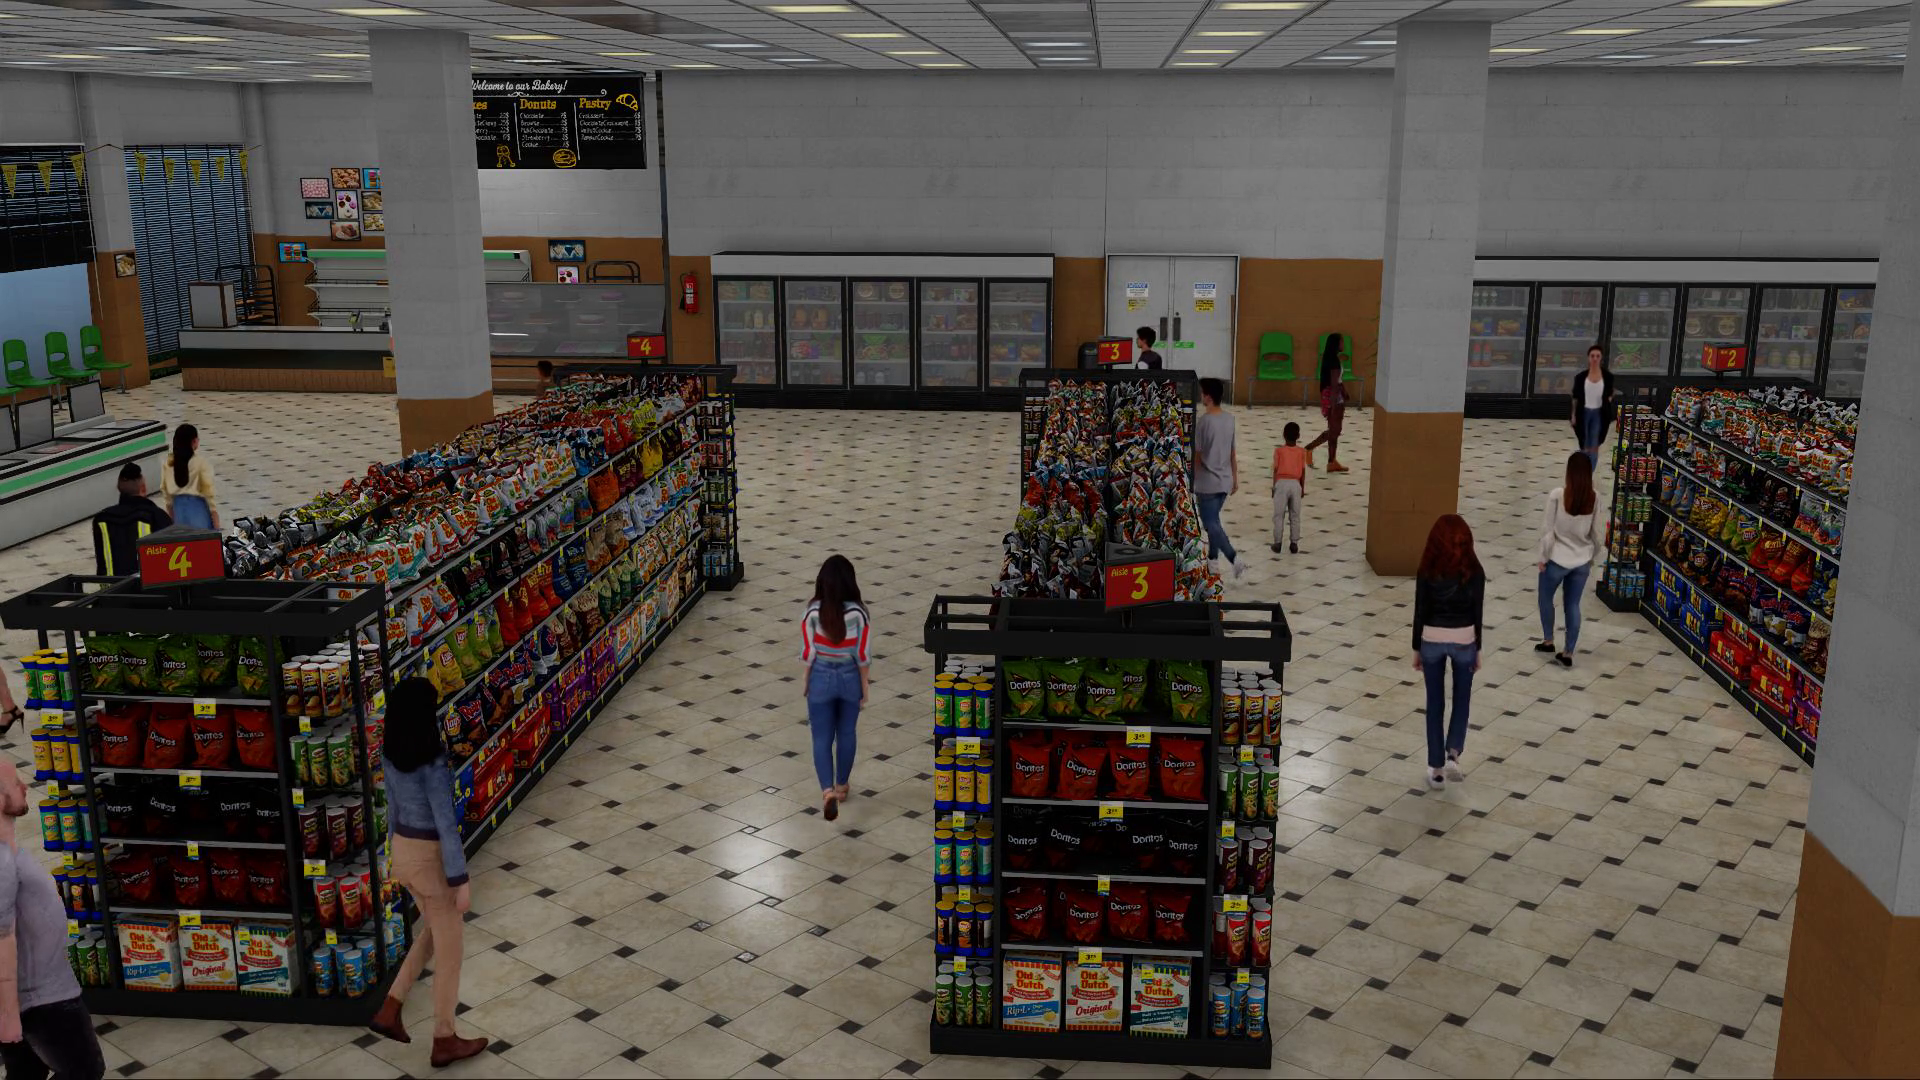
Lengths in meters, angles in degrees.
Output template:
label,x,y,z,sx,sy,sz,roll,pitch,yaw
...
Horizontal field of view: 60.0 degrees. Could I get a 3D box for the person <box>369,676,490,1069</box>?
label,x,y,z,sx,sy,sz,roll,pitch,yaw
person,-2.401,1.471,7.247,0.852,1.759,0.904,12,18,41

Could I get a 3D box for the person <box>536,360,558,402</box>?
label,x,y,z,sx,sy,sz,roll,pitch,yaw
person,-4.845,-1.412,19.801,0.862,1.444,0.878,8,16,31

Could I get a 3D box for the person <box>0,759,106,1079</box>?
label,x,y,z,sx,sy,sz,roll,pitch,yaw
person,-3.578,1.695,6.184,0.893,1.825,0.836,-12,18,-40

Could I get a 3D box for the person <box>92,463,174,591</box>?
label,x,y,z,sx,sy,sz,roll,pitch,yaw
person,-5.717,0.401,11.543,0.880,1.815,1.175,-1,14,-3

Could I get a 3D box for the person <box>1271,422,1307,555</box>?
label,x,y,z,sx,sy,sz,roll,pitch,yaw
person,3.234,-0.515,16.388,0.491,1.310,0.497,0,14,-1

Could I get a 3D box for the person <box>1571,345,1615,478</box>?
label,x,y,z,sx,sy,sz,roll,pitch,yaw
person,7.380,-1.430,19.476,0.843,1.632,1.171,5,15,20

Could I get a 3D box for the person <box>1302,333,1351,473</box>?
label,x,y,z,sx,sy,sz,roll,pitch,yaw
person,4.431,-1.649,20.210,0.666,1.712,0.816,1,14,2

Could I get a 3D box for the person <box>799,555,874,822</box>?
label,x,y,z,sx,sy,sz,roll,pitch,yaw
person,-0.753,0.897,9.970,0.690,1.590,1.012,-1,14,-3

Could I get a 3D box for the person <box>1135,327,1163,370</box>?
label,x,y,z,sx,sy,sz,roll,pitch,yaw
person,2.274,-1.595,19.710,0.885,1.843,0.864,6,15,25

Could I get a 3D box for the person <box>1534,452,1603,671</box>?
label,x,y,z,sx,sy,sz,roll,pitch,yaw
person,4.691,0.182,12.739,0.676,1.675,0.647,0,14,-2

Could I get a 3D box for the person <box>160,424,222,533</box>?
label,x,y,z,sx,sy,sz,roll,pitch,yaw
person,-6.650,-0.173,14.314,0.663,1.622,0.808,2,14,8

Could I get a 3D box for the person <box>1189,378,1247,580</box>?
label,x,y,z,sx,sy,sz,roll,pitch,yaw
person,2.380,-0.527,15.286,1.106,1.854,1.206,-8,16,-30

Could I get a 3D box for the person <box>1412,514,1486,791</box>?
label,x,y,z,sx,sy,sz,roll,pitch,yaw
person,3.020,0.727,10.265,0.627,1.782,0.777,3,14,12
